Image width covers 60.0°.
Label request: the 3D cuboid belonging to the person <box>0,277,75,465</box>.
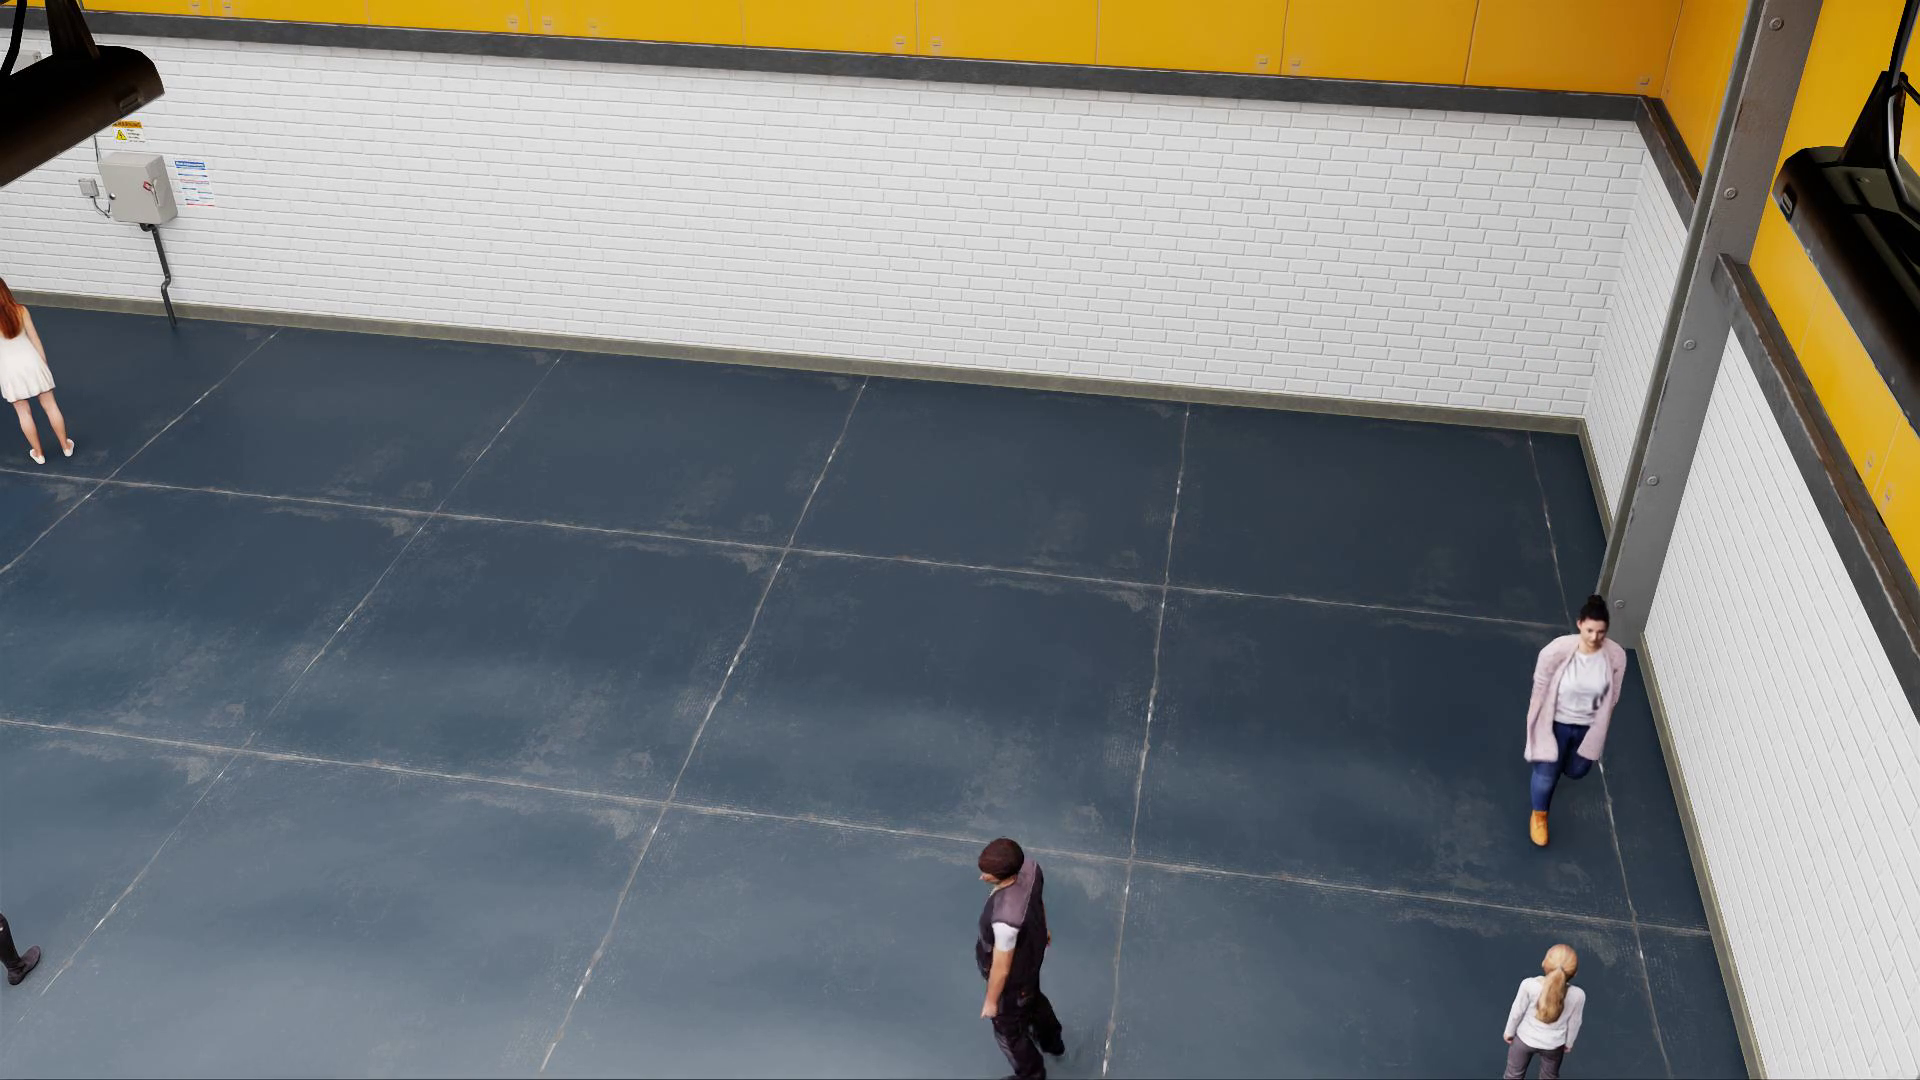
[{"bbox_3d":[-7.876,-1.446,13.950,0.641,1.711,0.701,-21,39,-28],"label":"person"}]

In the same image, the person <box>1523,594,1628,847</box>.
[{"bbox_3d":[3.721,1.044,10.189,0.681,1.727,0.904,5,34,7],"label":"person"}]

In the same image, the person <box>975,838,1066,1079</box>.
[{"bbox_3d":[0.345,2.151,8.448,0.899,1.812,0.623,17,37,24],"label":"person"}]

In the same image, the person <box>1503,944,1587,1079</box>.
[{"bbox_3d":[2.925,2.514,8.383,0.508,1.279,0.518,9,35,13],"label":"person"}]
